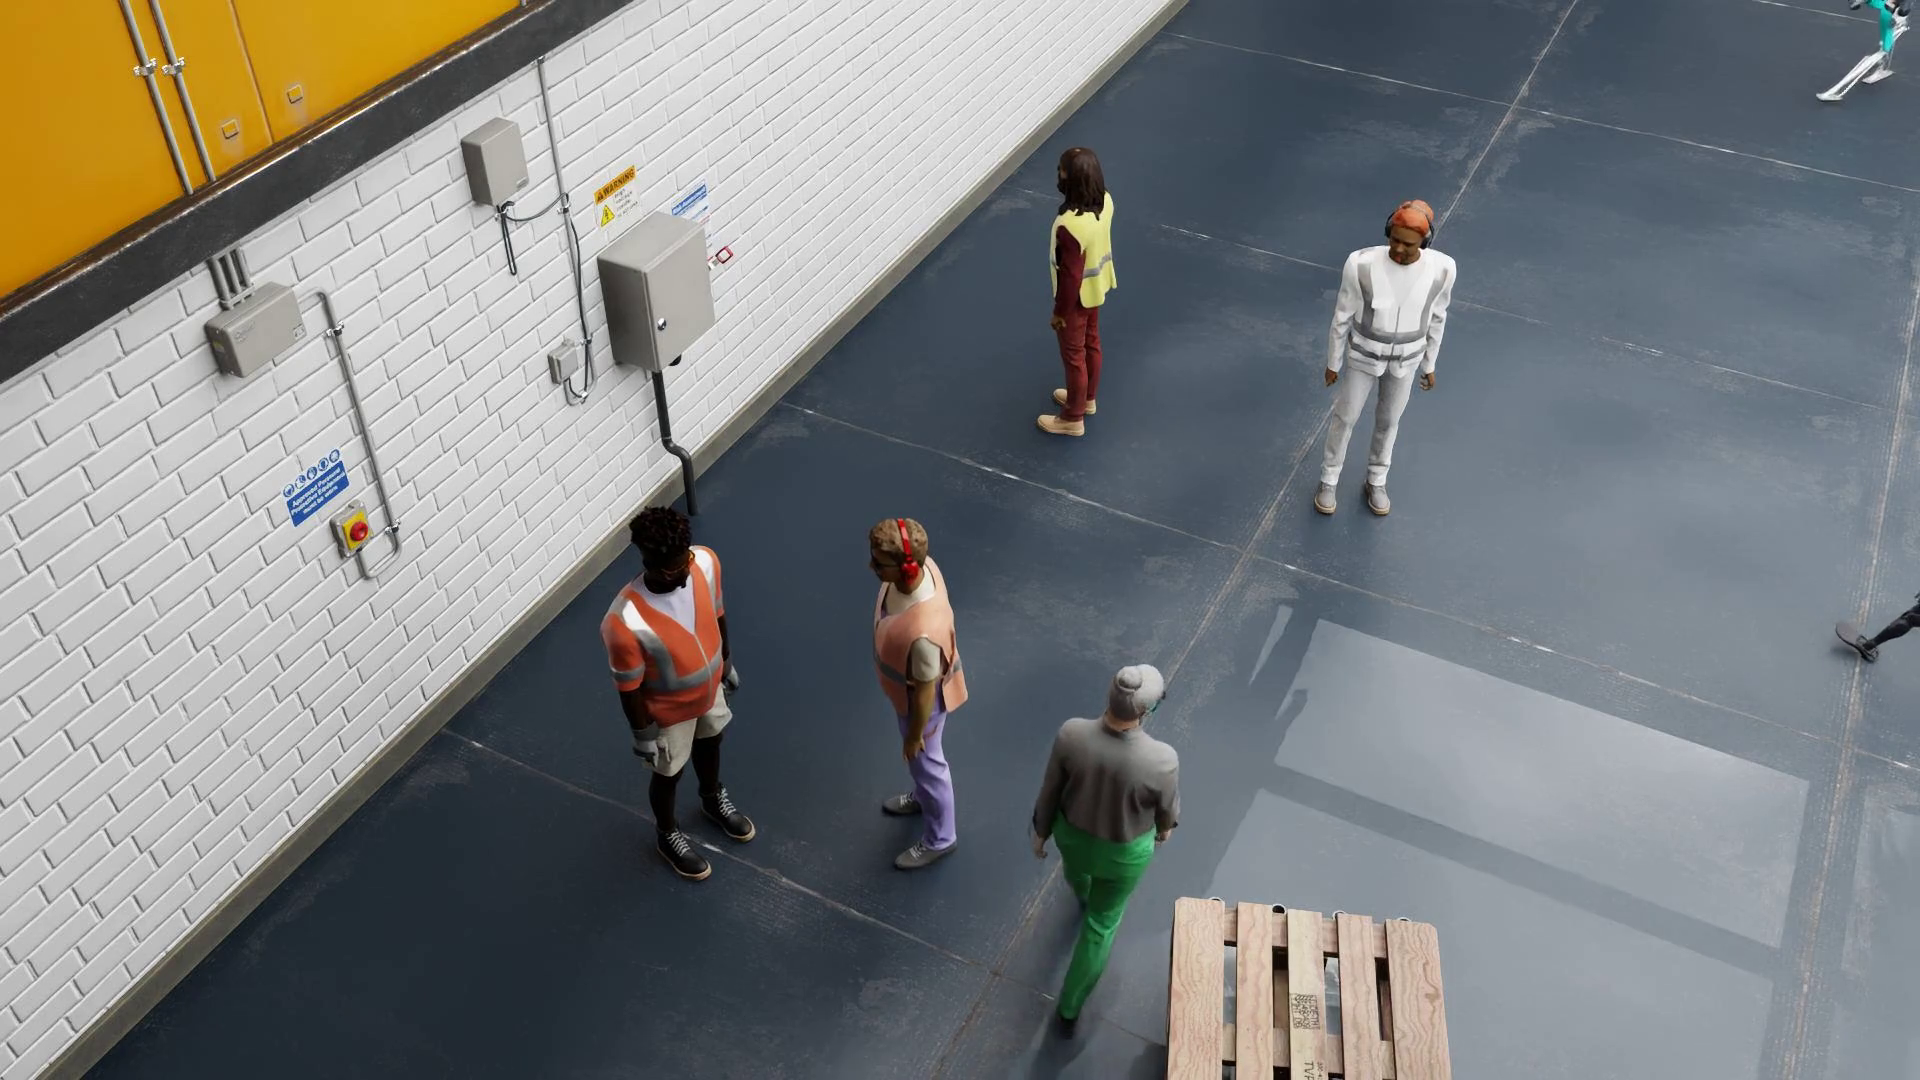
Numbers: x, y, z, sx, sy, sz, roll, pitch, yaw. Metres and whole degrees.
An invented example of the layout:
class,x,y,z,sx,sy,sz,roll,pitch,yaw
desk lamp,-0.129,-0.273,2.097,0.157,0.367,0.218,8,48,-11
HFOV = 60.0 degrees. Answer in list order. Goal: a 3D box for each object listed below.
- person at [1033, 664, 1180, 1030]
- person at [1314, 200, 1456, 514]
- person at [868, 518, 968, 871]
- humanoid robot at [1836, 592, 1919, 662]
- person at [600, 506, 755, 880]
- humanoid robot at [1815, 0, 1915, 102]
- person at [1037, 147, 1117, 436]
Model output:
class,x,y,z,sx,sy,sz,roll,pitch,yaw
person,0.586,1.061,6.430,0.519,1.796,0.902,17,44,19
person,2.205,-0.938,8.688,0.583,1.883,0.337,2,41,2
person,-0.168,0.624,6.913,0.378,1.838,0.565,-7,41,-8
humanoid robot,4.733,0.050,7.734,0.589,1.624,0.773,-28,48,-29
person,-1.148,0.622,6.830,0.371,1.958,0.596,24,46,25
humanoid robot,7.099,-4.127,12.530,1.031,1.762,0.540,-18,44,-19
person,0.664,-1.367,9.275,0.378,1.768,0.466,18,44,20
